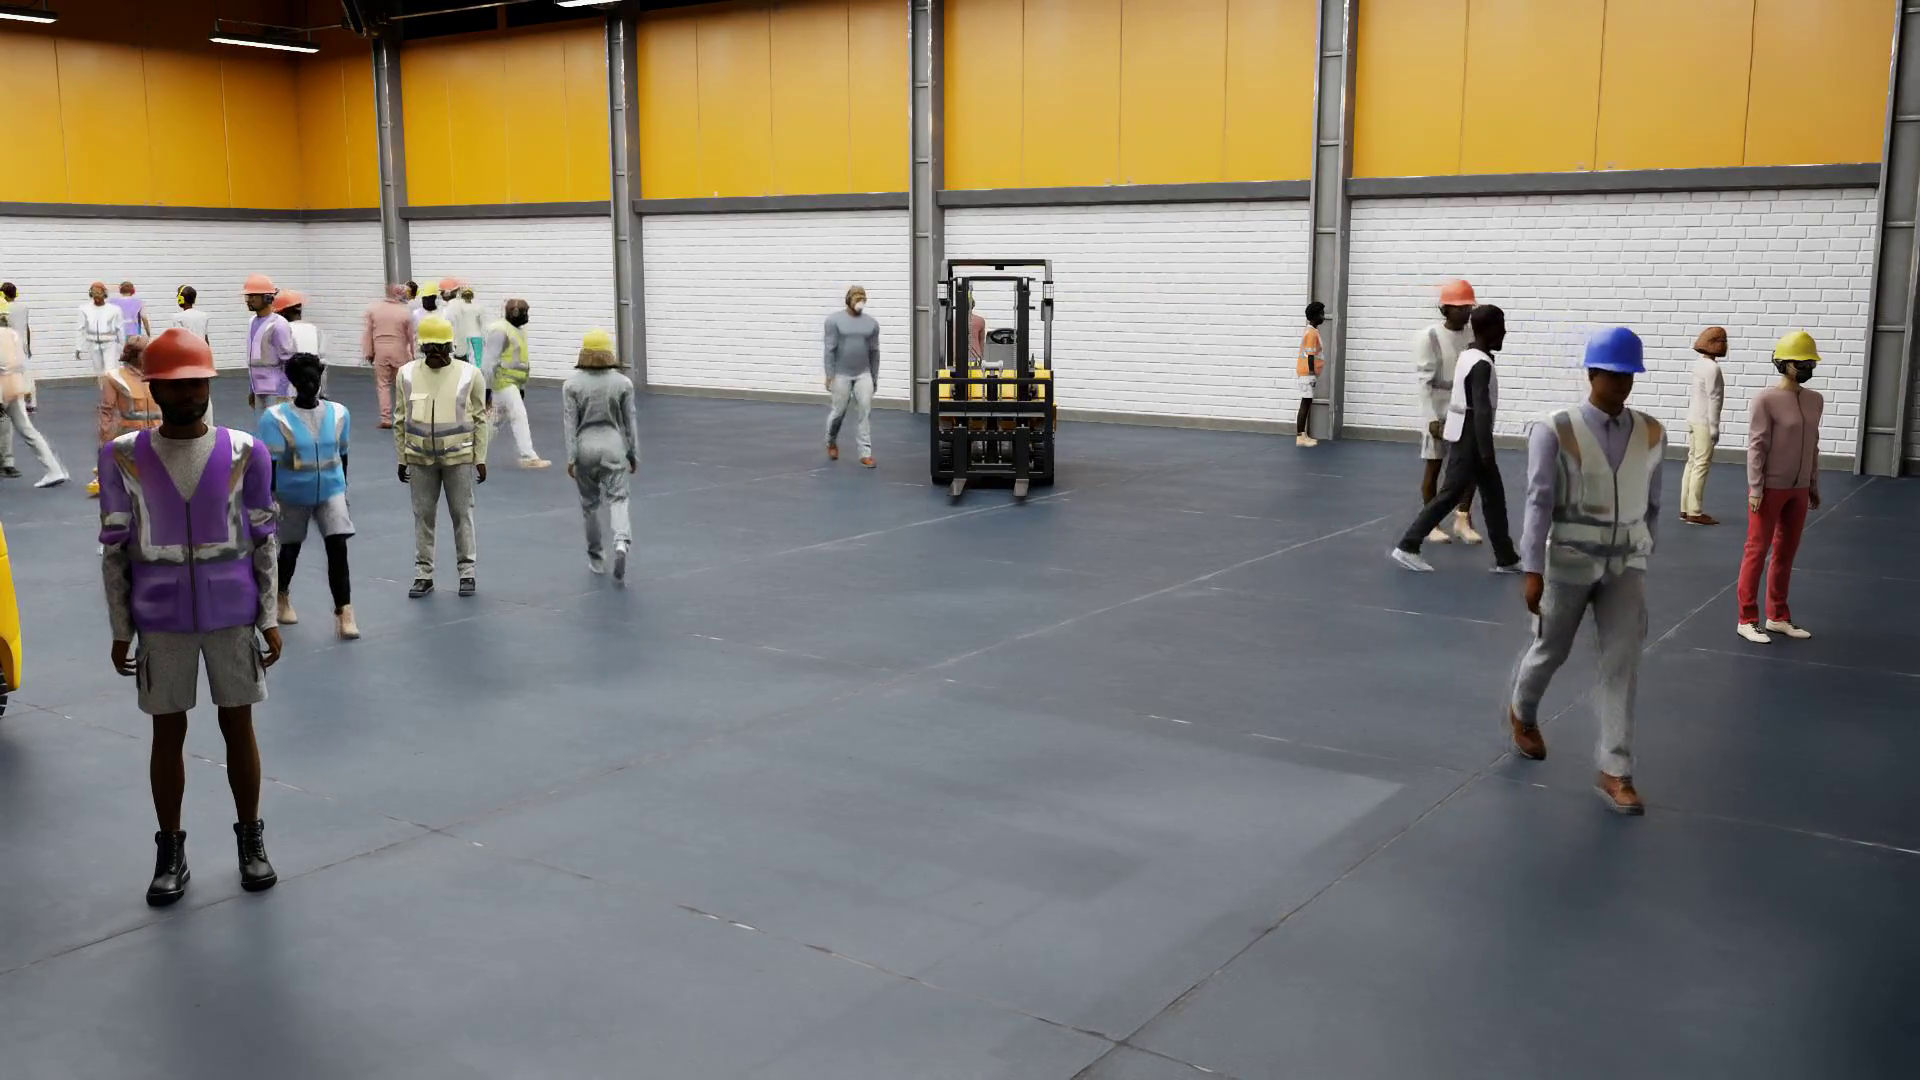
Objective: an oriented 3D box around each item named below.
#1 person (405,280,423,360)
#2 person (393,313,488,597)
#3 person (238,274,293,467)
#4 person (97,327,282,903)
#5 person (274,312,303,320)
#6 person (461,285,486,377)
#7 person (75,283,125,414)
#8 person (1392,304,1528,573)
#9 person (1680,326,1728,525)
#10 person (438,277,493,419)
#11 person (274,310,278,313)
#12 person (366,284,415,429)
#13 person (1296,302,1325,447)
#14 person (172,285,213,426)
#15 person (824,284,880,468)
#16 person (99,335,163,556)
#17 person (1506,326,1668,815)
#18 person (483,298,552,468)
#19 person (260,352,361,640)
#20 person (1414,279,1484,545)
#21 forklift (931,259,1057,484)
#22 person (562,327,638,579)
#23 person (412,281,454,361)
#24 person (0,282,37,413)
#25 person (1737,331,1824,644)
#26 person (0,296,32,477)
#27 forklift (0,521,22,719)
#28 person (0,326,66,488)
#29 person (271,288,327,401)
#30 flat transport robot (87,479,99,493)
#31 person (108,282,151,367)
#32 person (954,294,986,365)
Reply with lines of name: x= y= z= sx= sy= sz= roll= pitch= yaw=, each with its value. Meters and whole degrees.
person: x=-8.177 y=-2.943 z=24.897 sx=0.532 sy=1.871 sz=0.321 roll=-5 pitch=11 yaw=-28
person: x=-3.344 y=-0.540 z=10.715 sx=0.588 sy=1.827 sz=0.403 roll=-1 pitch=10 yaw=-6
person: x=-6.220 y=-1.356 z=14.930 sx=0.605 sy=2.045 sz=0.382 roll=8 pitch=12 yaw=39
person: x=-2.595 y=0.254 z=5.646 sx=0.550 sy=1.942 sz=0.346 roll=-4 pitch=10 yaw=-24
person: x=-12.506 y=-3.840 z=31.011 sx=0.606 sy=1.614 sz=0.432 roll=-8 pitch=12 yaw=-40
person: x=-8.128 y=-3.342 z=27.596 sx=0.522 sy=1.765 sz=0.317 roll=-3 pitch=10 yaw=-20
person: x=-12.146 y=-2.689 z=23.472 sx=0.598 sy=1.840 sz=0.951 roll=-2 pitch=10 yaw=-10
person: x=3.502 y=-0.689 z=11.474 sx=0.993 sy=1.879 sz=0.607 roll=2 pitch=10 yaw=14
person: x=6.135 y=-0.942 z=13.685 sx=0.274 sy=1.632 sz=0.501 roll=1 pitch=10 yaw=7
person: x=-6.761 y=-2.574 z=22.453 sx=0.969 sy=1.958 sz=0.631 roll=0 pitch=10 yaw=1
person: x=-10.183 y=-2.817 z=24.891 sx=0.528 sy=1.617 sz=0.514 roll=2 pitch=10 yaw=14
person: x=-7.278 y=-2.352 z=21.441 sx=0.736 sy=1.870 sz=0.413 roll=0 pitch=10 yaw=2
person: x=4.086 y=-1.932 z=19.415 sx=0.320 sy=1.691 sz=0.536 roll=2 pitch=10 yaw=10
person: x=-9.262 y=-2.130 z=20.042 sx=0.328 sy=1.876 sz=0.513 roll=4 pitch=10 yaw=21
person: x=-1.147 y=-1.732 z=17.530 sx=0.659 sy=1.920 sz=0.769 roll=-4 pitch=10 yaw=-23
person: x=-6.108 y=-0.699 z=12.288 sx=0.404 sy=1.617 sz=0.583 roll=6 pitch=11 yaw=32
person: x=2.561 y=0.074 z=6.828 sx=0.613 sy=1.917 sz=0.951 roll=-1 pitch=10 yaw=-4
person: x=-4.782 y=-1.629 z=17.365 sx=0.912 sy=1.787 sz=0.660 roll=0 pitch=10 yaw=2
person: x=-3.819 y=-0.276 z=9.678 sx=0.544 sy=1.651 sz=0.876 roll=-8 pitch=12 yaw=-38
person: x=3.720 y=-0.948 z=12.571 sx=0.610 sy=2.016 sz=0.665 roll=-2 pitch=10 yaw=-12
forklift: x=0.370 y=-1.738 z=16.759 sx=1.214 sy=2.155 sz=2.313 roll=1 pitch=10 yaw=3
person: x=-2.432 y=-0.583 z=11.304 sx=0.491 sy=1.716 sz=0.750 roll=-3 pitch=10 yaw=-17
person: x=-6.559 y=-2.245 z=20.608 sx=0.622 sy=1.908 sz=0.534 roll=3 pitch=10 yaw=15
person: x=-13.315 y=-2.692 z=23.427 sx=0.335 sy=1.865 sz=0.519 roll=3 pitch=10 yaw=16
person: x=4.686 y=-0.297 z=9.451 sx=0.526 sy=1.768 sz=0.314 roll=-4 pitch=10 yaw=-23
person: x=-9.558 y=-1.517 z=16.556 sx=0.427 sy=1.817 sz=0.620 roll=4 pitch=10 yaw=24
forklift: x=-5.296 y=-0.090 z=6.943 sx=1.214 sy=2.155 sz=2.313 roll=7 pitch=12 yaw=35
person: x=-9.024 y=-1.397 z=15.740 sx=0.970 sy=1.870 sz=0.599 roll=0 pitch=10 yaw=-1
person: x=-6.190 y=-1.422 z=15.738 sx=0.721 sy=1.913 sz=0.555 roll=5 pitch=11 yaw=29
flat transport robot: x=-7.866 y=-0.647 z=15.978 sx=0.652 sy=0.197 sz=1.431 roll=-3 pitch=10 yaw=-15
person: x=-13.921 y=-3.426 z=27.947 sx=0.599 sy=1.798 sz=0.926 roll=-2 pitch=10 yaw=-11
person: x=0.100 y=-2.357 z=21.744 sx=0.524 sy=1.759 sz=0.328 roll=-7 pitch=12 yaw=-37
